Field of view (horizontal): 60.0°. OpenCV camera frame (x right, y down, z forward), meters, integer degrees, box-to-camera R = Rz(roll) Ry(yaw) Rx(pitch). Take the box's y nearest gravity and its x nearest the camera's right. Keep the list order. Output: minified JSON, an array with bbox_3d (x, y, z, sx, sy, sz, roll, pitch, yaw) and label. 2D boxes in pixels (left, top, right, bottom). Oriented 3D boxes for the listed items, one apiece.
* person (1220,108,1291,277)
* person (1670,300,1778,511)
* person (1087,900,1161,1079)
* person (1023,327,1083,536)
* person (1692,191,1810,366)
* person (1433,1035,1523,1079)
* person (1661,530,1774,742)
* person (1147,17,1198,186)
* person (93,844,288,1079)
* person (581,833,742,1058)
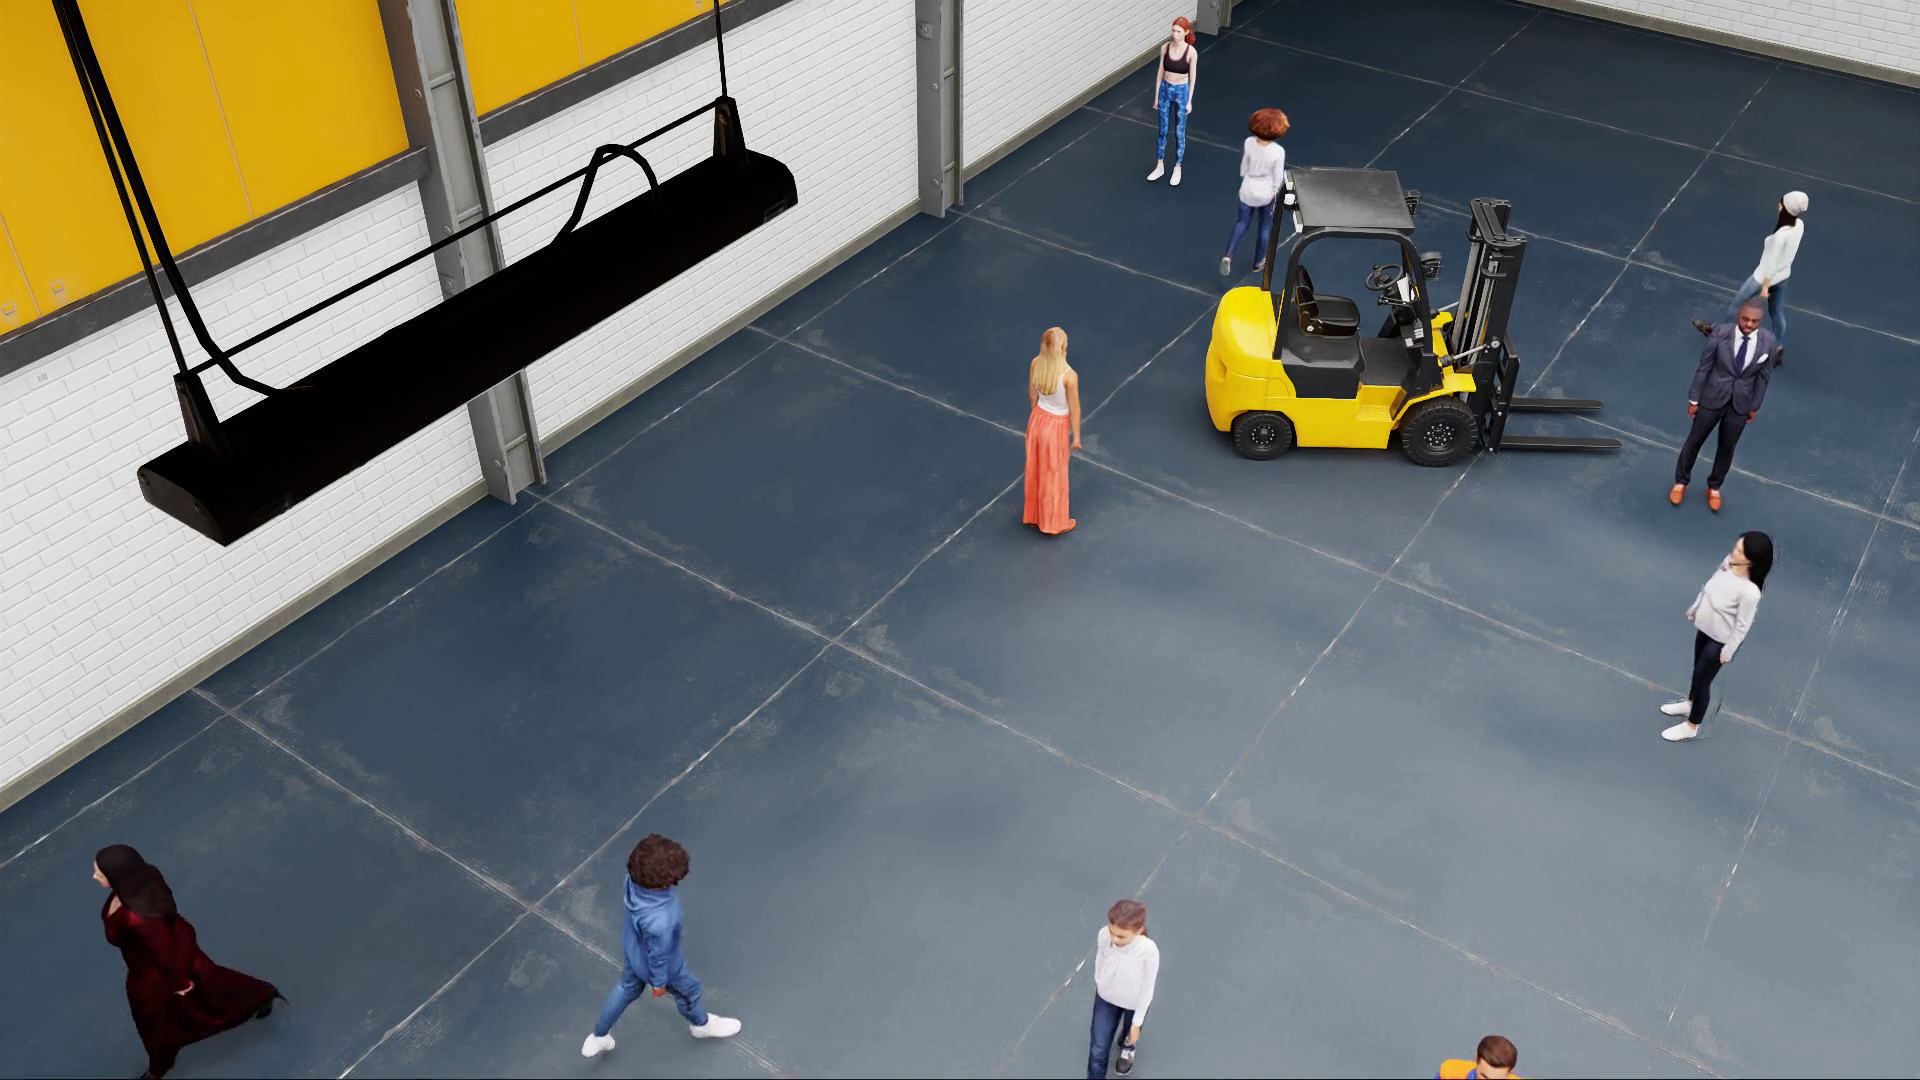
[{"bbox_3d":[2.796,-3.280,15.862,0.636,1.691,0.902,25,45,28],"label":"person"},{"bbox_3d":[5.975,-1.081,13.007,0.761,1.820,0.721,11,40,14],"label":"person"},{"bbox_3d":[0.915,2.380,8.912,0.673,1.522,1.004,13,40,15],"label":"person"},{"bbox_3d":[0.685,-0.827,12.703,0.651,1.802,0.675,-31,48,-33],"label":"person"},{"bbox_3d":[7.242,-2.292,14.702,1.090,1.597,0.842,-27,46,-29],"label":"person"},{"bbox_3d":[2.457,2.902,8.019,0.939,1.819,1.235,10,40,12],"label":"person"},{"bbox_3d":[5.048,0.612,10.983,0.799,1.700,0.701,1,39,2],"label":"person"},{"bbox_3d":[2.246,-4.609,17.452,0.607,1.785,0.624,16,41,19],"label":"person"},{"bbox_3d":[-4.189,2.214,8.962,1.192,1.718,0.984,-18,42,-21],"label":"person"},{"bbox_3d":[-1.725,2.207,8.920,1.226,1.782,1.041,-19,42,-22],"label":"person"}]
